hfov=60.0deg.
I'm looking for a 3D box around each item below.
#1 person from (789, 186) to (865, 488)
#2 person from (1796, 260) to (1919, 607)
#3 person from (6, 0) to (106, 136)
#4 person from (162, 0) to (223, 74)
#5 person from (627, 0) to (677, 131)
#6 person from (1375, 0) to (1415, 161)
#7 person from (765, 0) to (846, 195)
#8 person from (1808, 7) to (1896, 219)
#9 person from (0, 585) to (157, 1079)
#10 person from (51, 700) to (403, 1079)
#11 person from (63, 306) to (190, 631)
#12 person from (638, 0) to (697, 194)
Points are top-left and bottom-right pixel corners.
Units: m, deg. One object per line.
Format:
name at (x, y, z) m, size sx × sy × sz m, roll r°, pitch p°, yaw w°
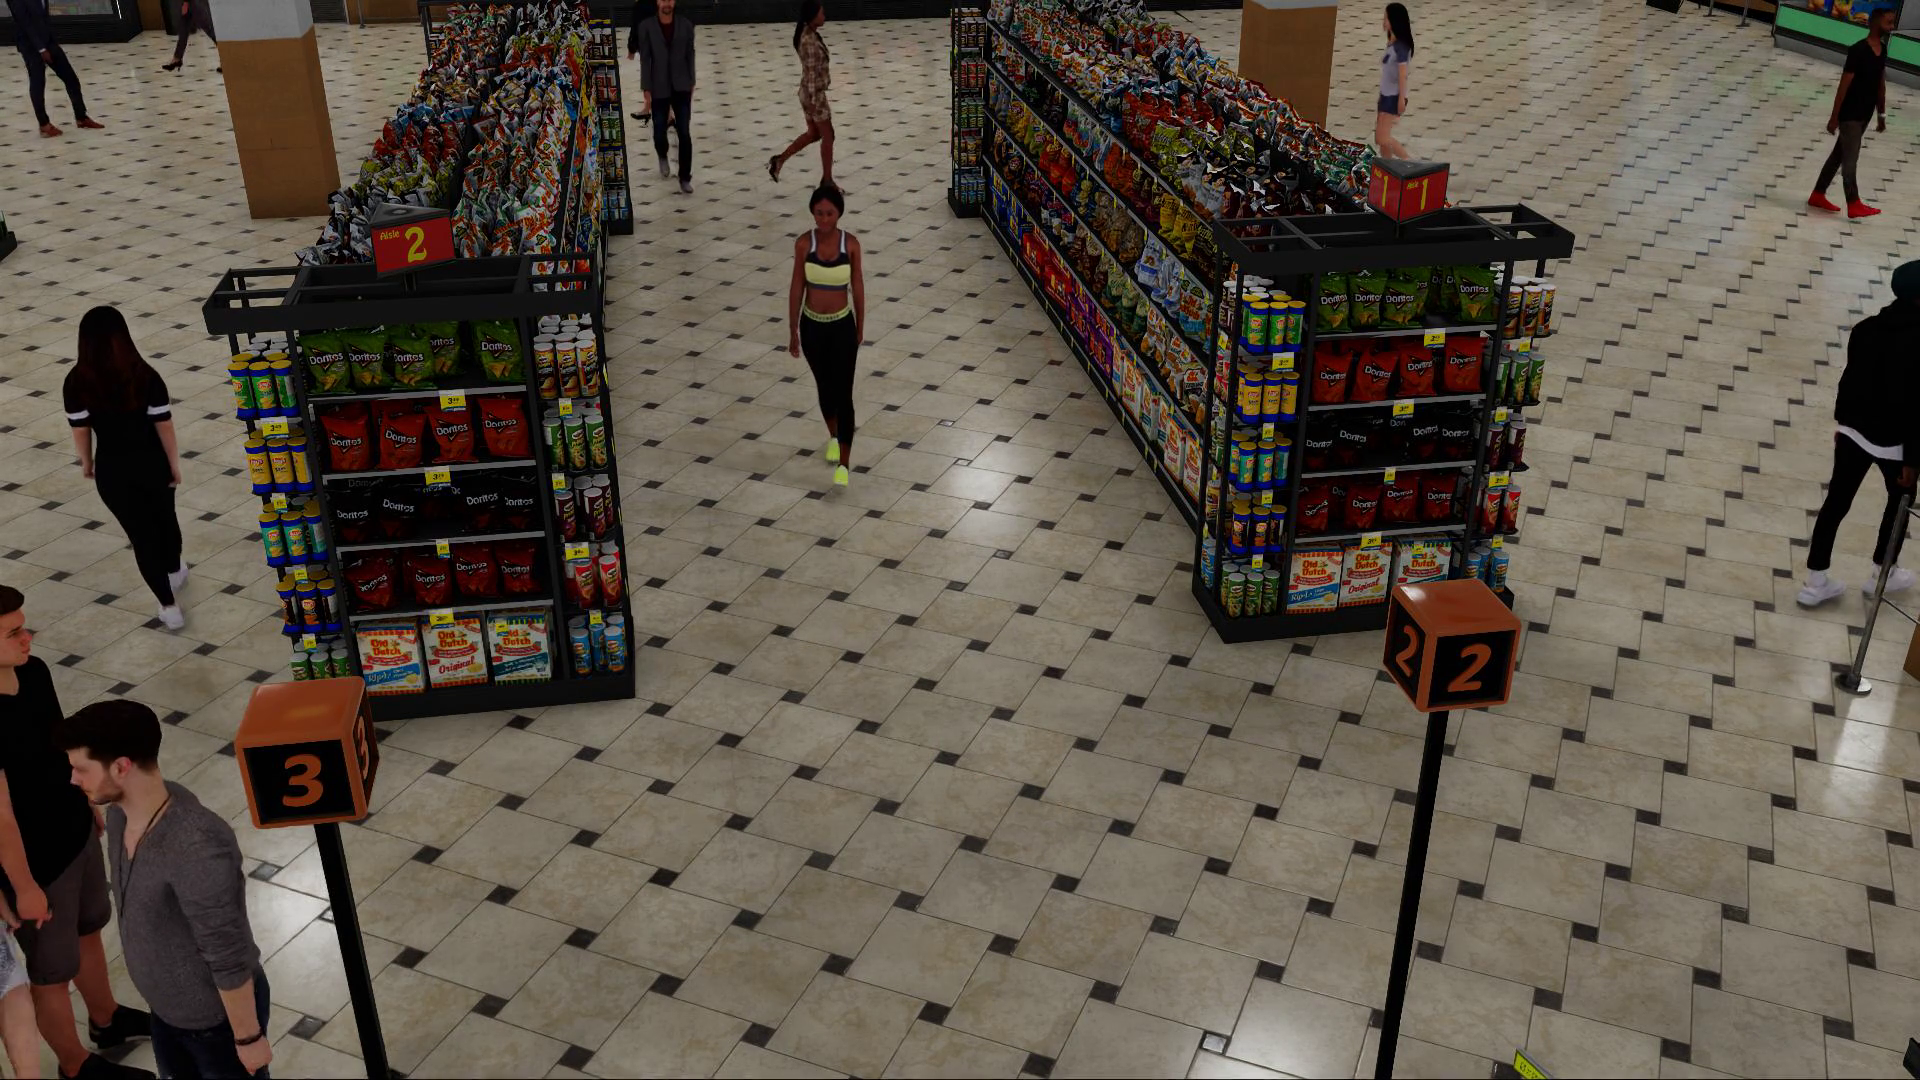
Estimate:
person at (-0.769, -1.234, 9.777) m, size 0.736 × 1.719 × 1.084 m, roll 2°, pitch 27°, yaw 4°
person at (4.468, -0.481, 8.205) m, size 0.949 × 1.797 × 0.979 m, roll -15°, pitch 30°, yaw -27°
person at (-9.704, -5.132, 17.381) m, size 0.948 × 1.794 × 0.947 m, roll 5°, pitch 27°, yaw 10°
person at (-9.242, -6.499, 20.253) m, size 0.976 × 1.633 × 1.057 m, roll -20°, pitch 33°, yaw -34°
person at (-3.174, -5.137, 17.541) m, size 1.028 × 1.658 × 0.987 m, roll 13°, pitch 29°, yaw 23°
person at (4.115, -4.112, 15.486) m, size 0.729 × 1.689 × 0.687 m, roll 0°, pitch 27°, yaw 0°
person at (-1.418, -4.013, 15.200) m, size 0.658 × 1.771 × 0.889 m, roll -3°, pitch 27°, yaw -5°
person at (7.865, -3.799, 14.760) m, size 0.925 × 1.786 × 1.081 m, roll -17°, pitch 31°, yaw -29°
person at (-2.931, 0.964, 5.285) m, size 0.754 × 1.863 × 0.556 m, roll -2°, pitch 27°, yaw -4°
person at (-2.041, 1.259, 4.690) m, size 1.098 × 1.874 × 1.123 m, roll 18°, pitch 32°, yaw 32°
person at (-4.003, -0.306, 8.062) m, size 0.759 × 1.615 × 0.943 m, roll -13°, pitch 30°, yaw -25°
person at (-2.726, -4.214, 15.515) m, size 0.737 × 1.844 × 1.152 m, roll -7°, pitch 28°, yaw -13°
